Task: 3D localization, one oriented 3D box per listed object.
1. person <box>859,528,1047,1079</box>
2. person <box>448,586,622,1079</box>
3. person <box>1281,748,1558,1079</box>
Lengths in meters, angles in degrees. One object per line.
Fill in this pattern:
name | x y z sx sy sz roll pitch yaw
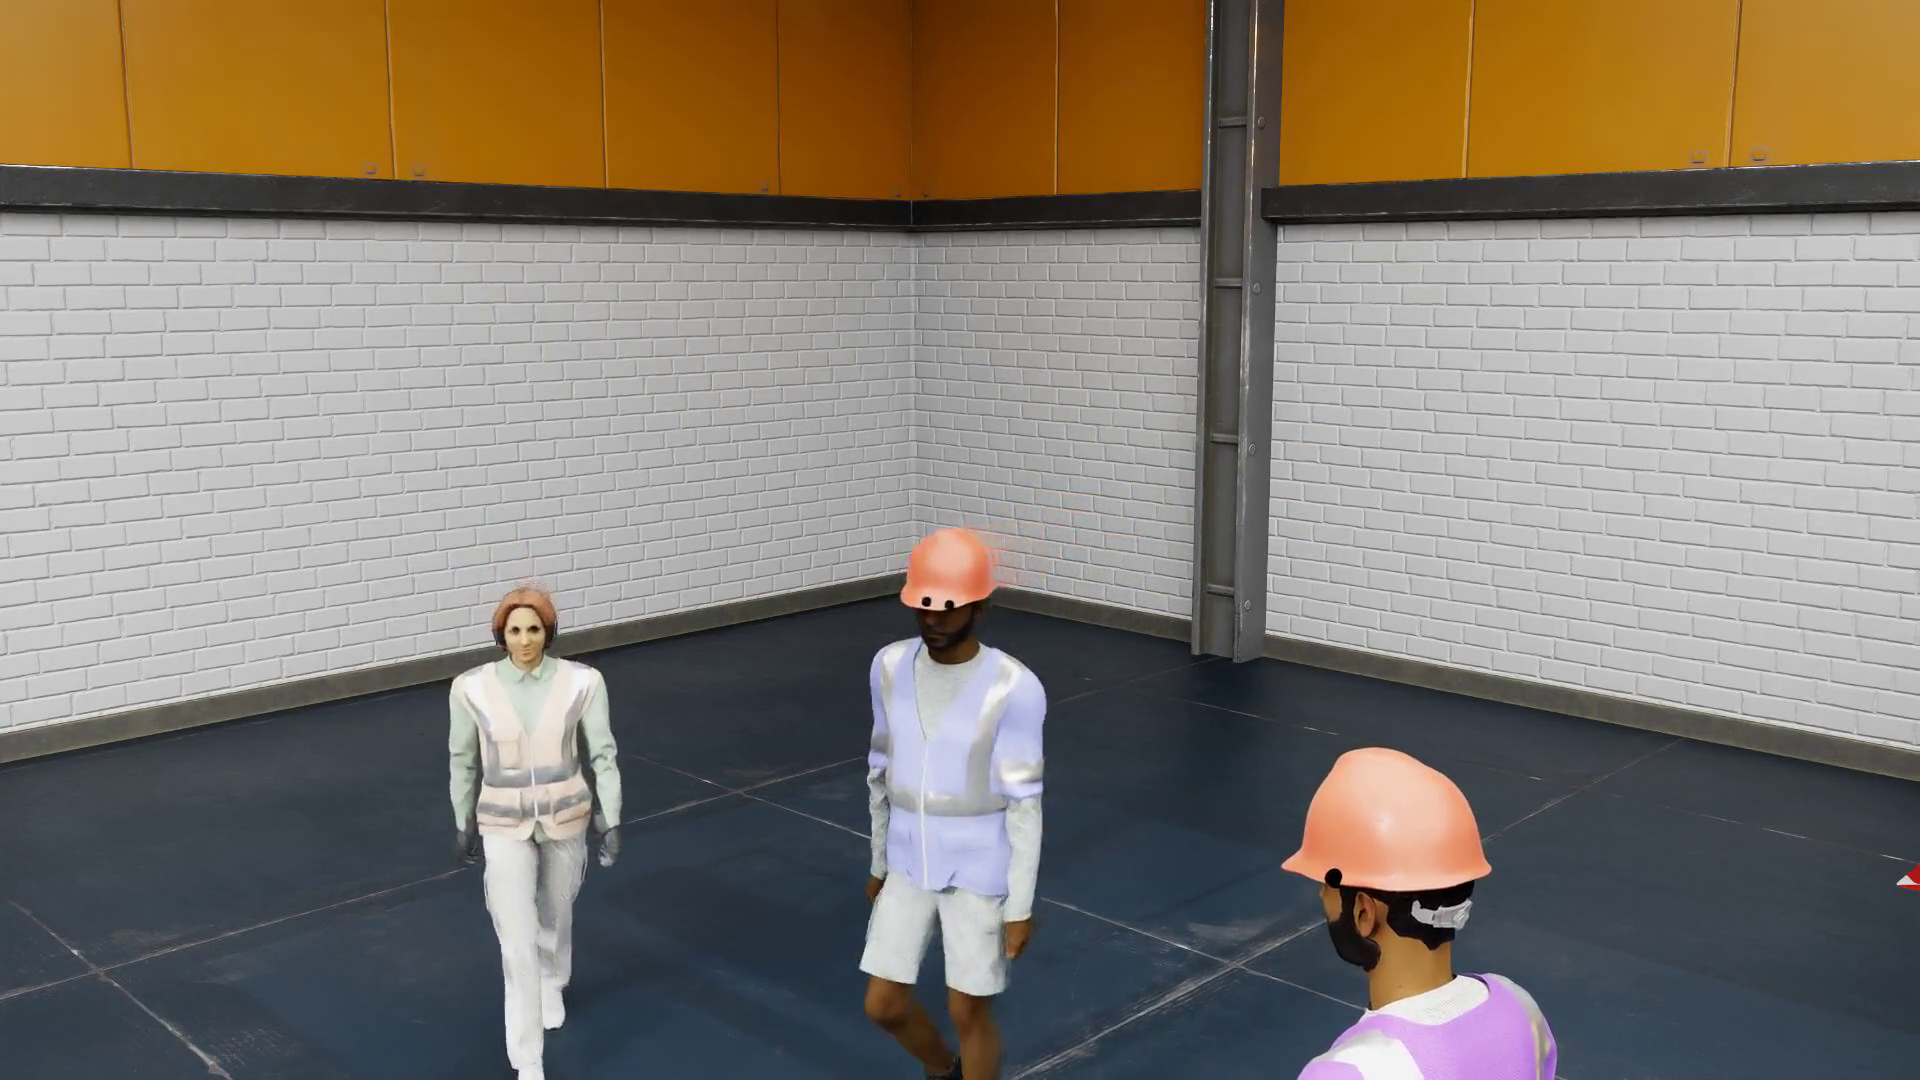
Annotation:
person | -0.038 0.912 4.584 0.565 1.918 0.402 5 11 29
person | -1.379 0.935 5.438 0.534 1.589 0.857 -3 10 -17
person | 0.617 1.256 2.460 0.541 1.929 0.380 -9 13 -44
